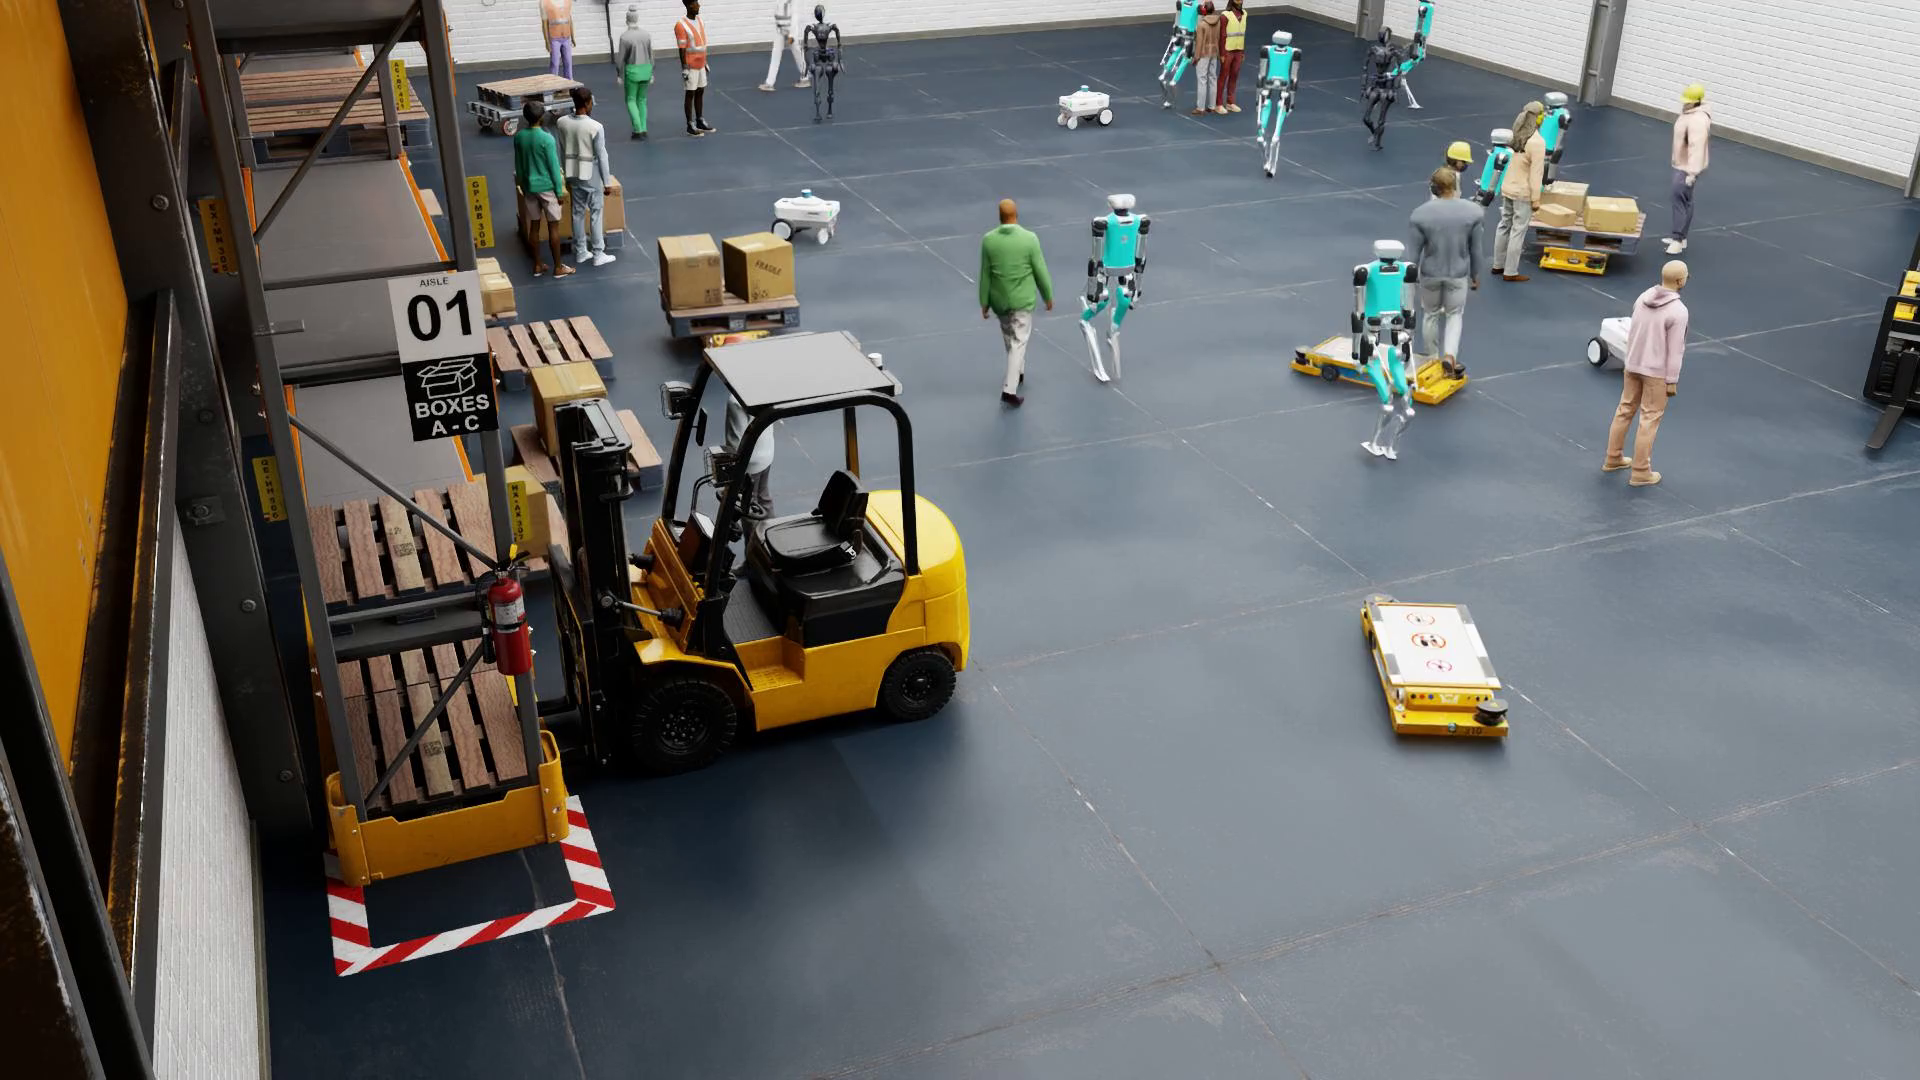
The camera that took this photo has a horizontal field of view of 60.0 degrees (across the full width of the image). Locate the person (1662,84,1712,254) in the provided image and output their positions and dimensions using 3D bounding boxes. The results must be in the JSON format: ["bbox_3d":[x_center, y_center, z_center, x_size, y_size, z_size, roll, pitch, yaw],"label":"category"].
[{"bbox_3d":[8.053,-4.134,18.457,0.448,1.844,0.955,6,27,12],"label":"person"}]

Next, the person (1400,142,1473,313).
[{"bbox_3d":[4.731,-3.089,16.486,0.520,1.748,0.540,15,30,27],"label":"person"}]

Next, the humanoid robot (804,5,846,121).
[{"bbox_3d":[-1.973,-6.952,24.265,0.608,1.640,0.638,-1,27,-2],"label":"humanoid robot"}]

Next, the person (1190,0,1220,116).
[{"bbox_3d":[3.661,-7.136,24.638,0.472,1.650,0.310,-17,31,-30],"label":"person"}]

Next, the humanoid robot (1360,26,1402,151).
[{"bbox_3d":[5.770,-6.159,22.677,0.589,1.646,0.416,18,32,31],"label":"humanoid robot"}]

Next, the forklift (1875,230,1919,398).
[{"bbox_3d":[9.029,-2.397,14.618,1.214,2.155,2.313,18,32,32],"label":"forklift"}]

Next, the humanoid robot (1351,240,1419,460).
[{"bbox_3d":[3.417,-1.437,13.204,0.538,1.746,0.820,-4,27,-8],"label":"humanoid robot"}]

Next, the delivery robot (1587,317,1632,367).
[{"bbox_3d":[6.155,-1.779,15.180,0.499,0.570,0.746,-5,27,-10],"label":"delivery robot"}]

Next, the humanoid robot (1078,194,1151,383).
[{"bbox_3d":[1.315,-2.209,14.842,0.546,1.879,0.671,-8,28,-16],"label":"humanoid robot"}]

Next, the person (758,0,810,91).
[{"bbox_3d":[-2.773,-8.023,26.210,0.972,1.827,0.594,-23,35,-38],"label":"person"}]

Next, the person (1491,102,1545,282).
[{"bbox_3d":[5.876,-3.658,17.488,0.398,1.871,0.559,-8,28,-16],"label":"person"}]

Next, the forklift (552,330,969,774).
[{"bbox_3d":[-1.094,0.010,9.831,2.313,2.155,1.214,-10,28,-20],"label":"forklift"}]

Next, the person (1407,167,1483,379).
[{"bbox_3d":[4.280,-2.311,14.781,0.677,1.900,0.697,5,27,11],"label":"person"}]

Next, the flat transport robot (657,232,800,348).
[{"bbox_3d":[-2.215,-2.065,16.095,0.659,0.231,1.431,-7,28,-14],"label":"flat transport robot"}]

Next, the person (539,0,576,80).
[{"bbox_3d":[-6.174,-7.696,25.556,0.382,1.837,0.563,21,33,35],"label":"person"}]

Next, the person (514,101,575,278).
[{"bbox_3d":[-4.436,-3.691,17.571,0.507,1.847,0.376,8,28,16],"label":"person"}]

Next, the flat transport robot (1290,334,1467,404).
[{"bbox_3d":[3.797,-1.564,15.099,1.431,0.231,0.659,20,33,34],"label":"flat transport robot"}]

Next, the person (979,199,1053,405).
[{"bbox_3d":[0.472,-2.092,14.531,0.605,1.730,0.951,9,28,16],"label":"person"}]

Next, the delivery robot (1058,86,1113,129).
[{"bbox_3d":[1.835,-6.298,24.217,0.791,0.614,0.499,-14,30,-26],"label":"delivery robot"}]

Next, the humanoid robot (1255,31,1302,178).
[{"bbox_3d":[4.051,-5.565,21.529,0.543,1.881,0.812,8,28,15],"label":"humanoid robot"}]

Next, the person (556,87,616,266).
[{"bbox_3d":[-4.037,-3.910,17.945,0.598,1.909,0.400,11,29,21],"label":"person"}]

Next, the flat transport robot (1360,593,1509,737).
[{"bbox_3d":[2.957,0.771,10.455,0.659,0.231,1.431,2,27,3],"label":"flat transport robot"}]

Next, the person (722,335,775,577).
[{"bbox_3d":[-1.475,-0.584,11.512,0.352,1.740,0.571,7,28,14],"label":"person"}]

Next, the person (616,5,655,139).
[{"bbox_3d":[-4.539,-6.544,23.259,0.545,1.828,0.446,-21,34,-36],"label":"person"}]

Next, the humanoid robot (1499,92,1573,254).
[{"bbox_3d":[6.291,-4.031,18.426,0.713,1.804,0.531,-4,27,-7],"label":"humanoid robot"}]

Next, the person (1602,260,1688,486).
[{"bbox_3d":[5.337,-1.300,12.900,0.408,1.775,0.526,-10,29,-20],"label":"person"}]

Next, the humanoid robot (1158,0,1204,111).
[{"bbox_3d":[3.244,-7.275,24.882,0.731,1.825,0.533,-22,34,-37],"label":"humanoid robot"}]

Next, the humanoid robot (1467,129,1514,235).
[{"bbox_3d":[5.107,-3.257,16.929,0.818,1.850,0.535,6,27,12],"label":"humanoid robot"}]

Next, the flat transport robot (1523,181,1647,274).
[{"bbox_3d":[6.886,-3.252,18.456,0.659,0.231,1.431,12,29,22],"label":"flat transport robot"}]

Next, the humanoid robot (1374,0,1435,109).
[{"bbox_3d":[6.639,-7.348,25.048,0.842,1.847,0.544,14,30,25],"label":"humanoid robot"}]

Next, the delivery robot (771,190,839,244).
[{"bbox_3d":[-1.772,-3.710,19.044,0.761,0.590,0.499,6,27,11],"label":"delivery robot"}]

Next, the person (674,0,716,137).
[{"bbox_3d":[-3.740,-6.710,23.446,0.368,1.966,0.605,12,29,22],"label":"person"}]

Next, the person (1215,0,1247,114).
[{"bbox_3d":[4.037,-7.273,24.783,0.476,1.767,0.359,-16,31,-29],"label":"person"}]
